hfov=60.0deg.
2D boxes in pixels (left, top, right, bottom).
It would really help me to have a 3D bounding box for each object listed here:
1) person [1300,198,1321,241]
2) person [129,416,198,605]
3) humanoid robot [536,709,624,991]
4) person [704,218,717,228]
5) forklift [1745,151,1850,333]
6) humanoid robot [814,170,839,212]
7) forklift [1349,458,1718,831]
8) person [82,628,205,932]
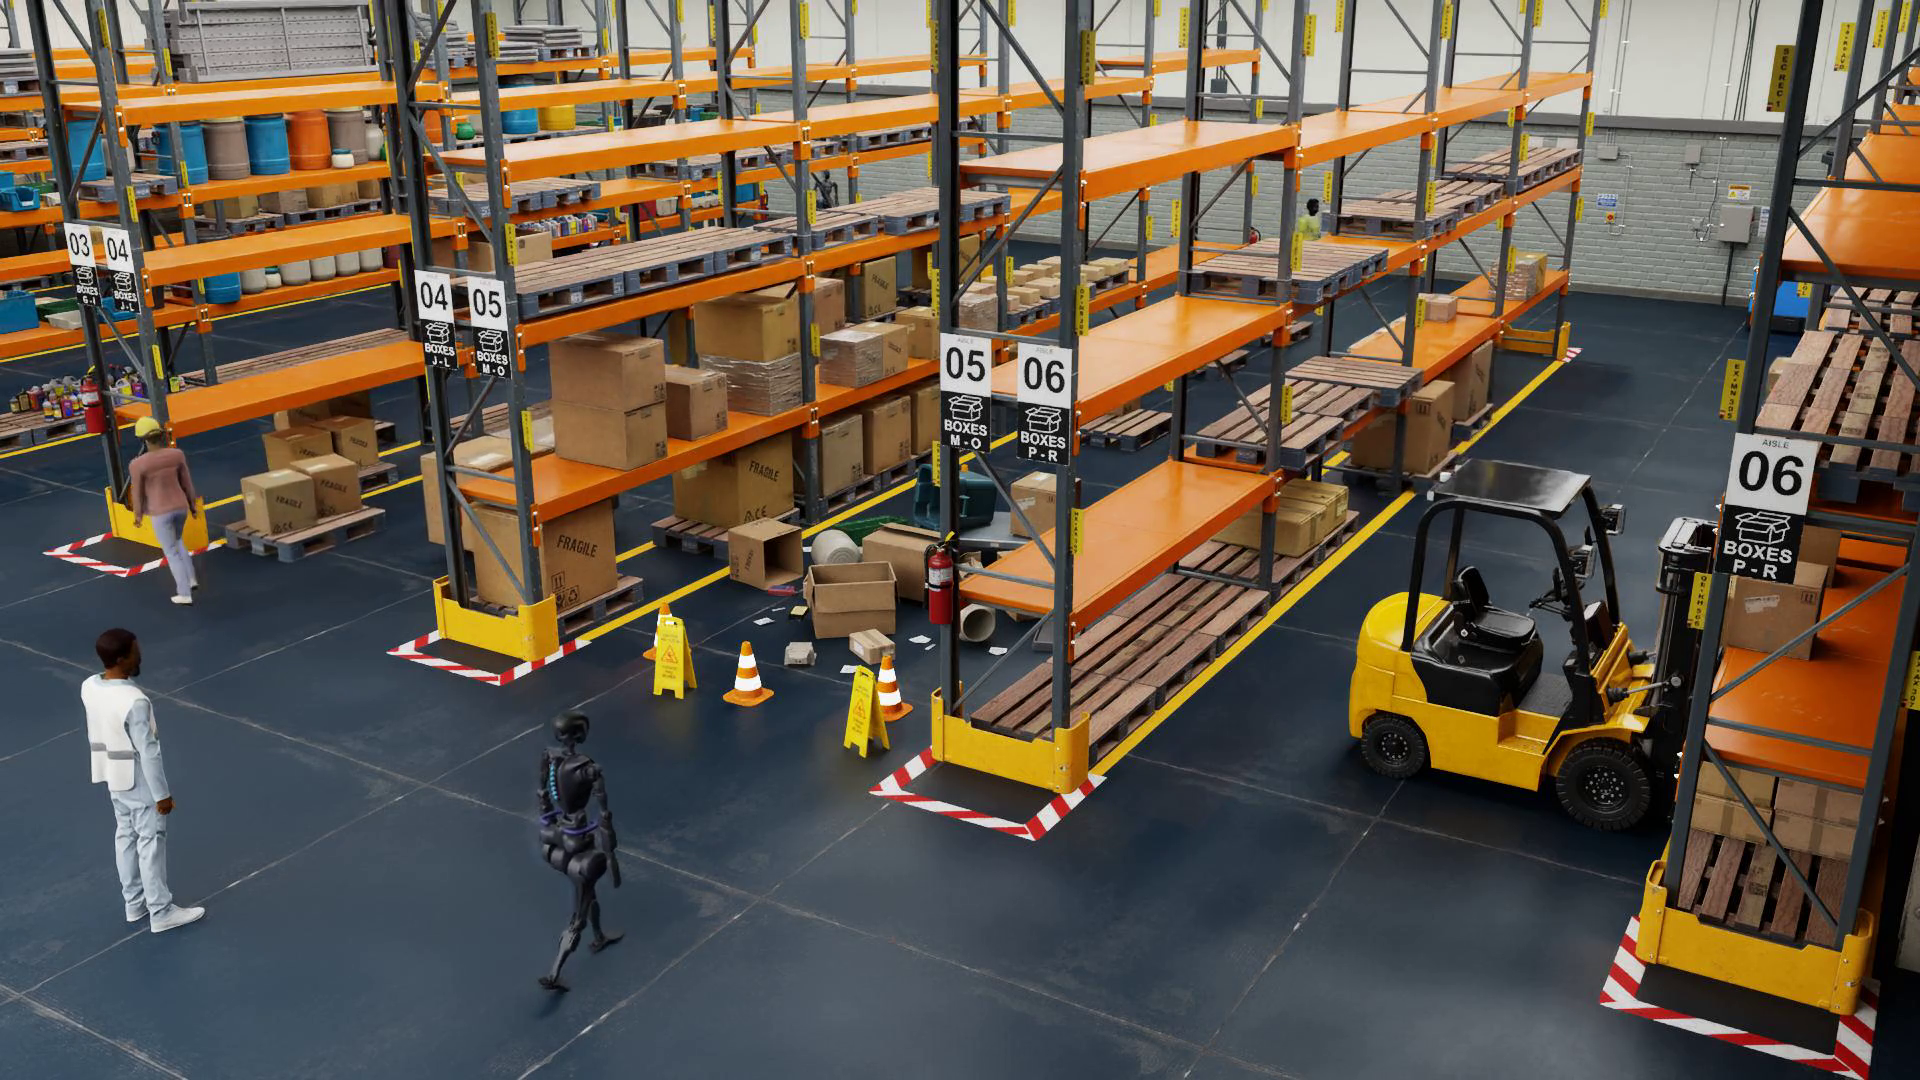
[{"bbox_3d":[6.206,-5.290,29.750,0.713,1.673,0.534,15,24,37],"label":"person"},{"bbox_3d":[-7.225,-0.264,15.117,0.506,1.741,0.535,11,22,28],"label":"person"},{"bbox_3d":[-2.235,1.743,9.483,0.601,1.641,0.740,13,23,32],"label":"humanoid robot"},{"bbox_3d":[-5.236,-7.063,34.866,0.491,1.688,0.347,-6,20,-17],"label":"person"},{"bbox_3d":[13.620,-4.667,26.137,1.873,2.768,1.129,11,22,29],"label":"forklift"},{"bbox_3d":[-2.715,-6.759,34.021,0.600,1.636,0.656,-10,22,-27],"label":"humanoid robot"},{"bbox_3d":[3.988,0.658,11.776,2.313,2.155,1.214,11,22,29],"label":"forklift"},{"bbox_3d":[-4.945,1.435,9.947,0.597,1.915,0.376,12,23,32],"label":"person"}]
